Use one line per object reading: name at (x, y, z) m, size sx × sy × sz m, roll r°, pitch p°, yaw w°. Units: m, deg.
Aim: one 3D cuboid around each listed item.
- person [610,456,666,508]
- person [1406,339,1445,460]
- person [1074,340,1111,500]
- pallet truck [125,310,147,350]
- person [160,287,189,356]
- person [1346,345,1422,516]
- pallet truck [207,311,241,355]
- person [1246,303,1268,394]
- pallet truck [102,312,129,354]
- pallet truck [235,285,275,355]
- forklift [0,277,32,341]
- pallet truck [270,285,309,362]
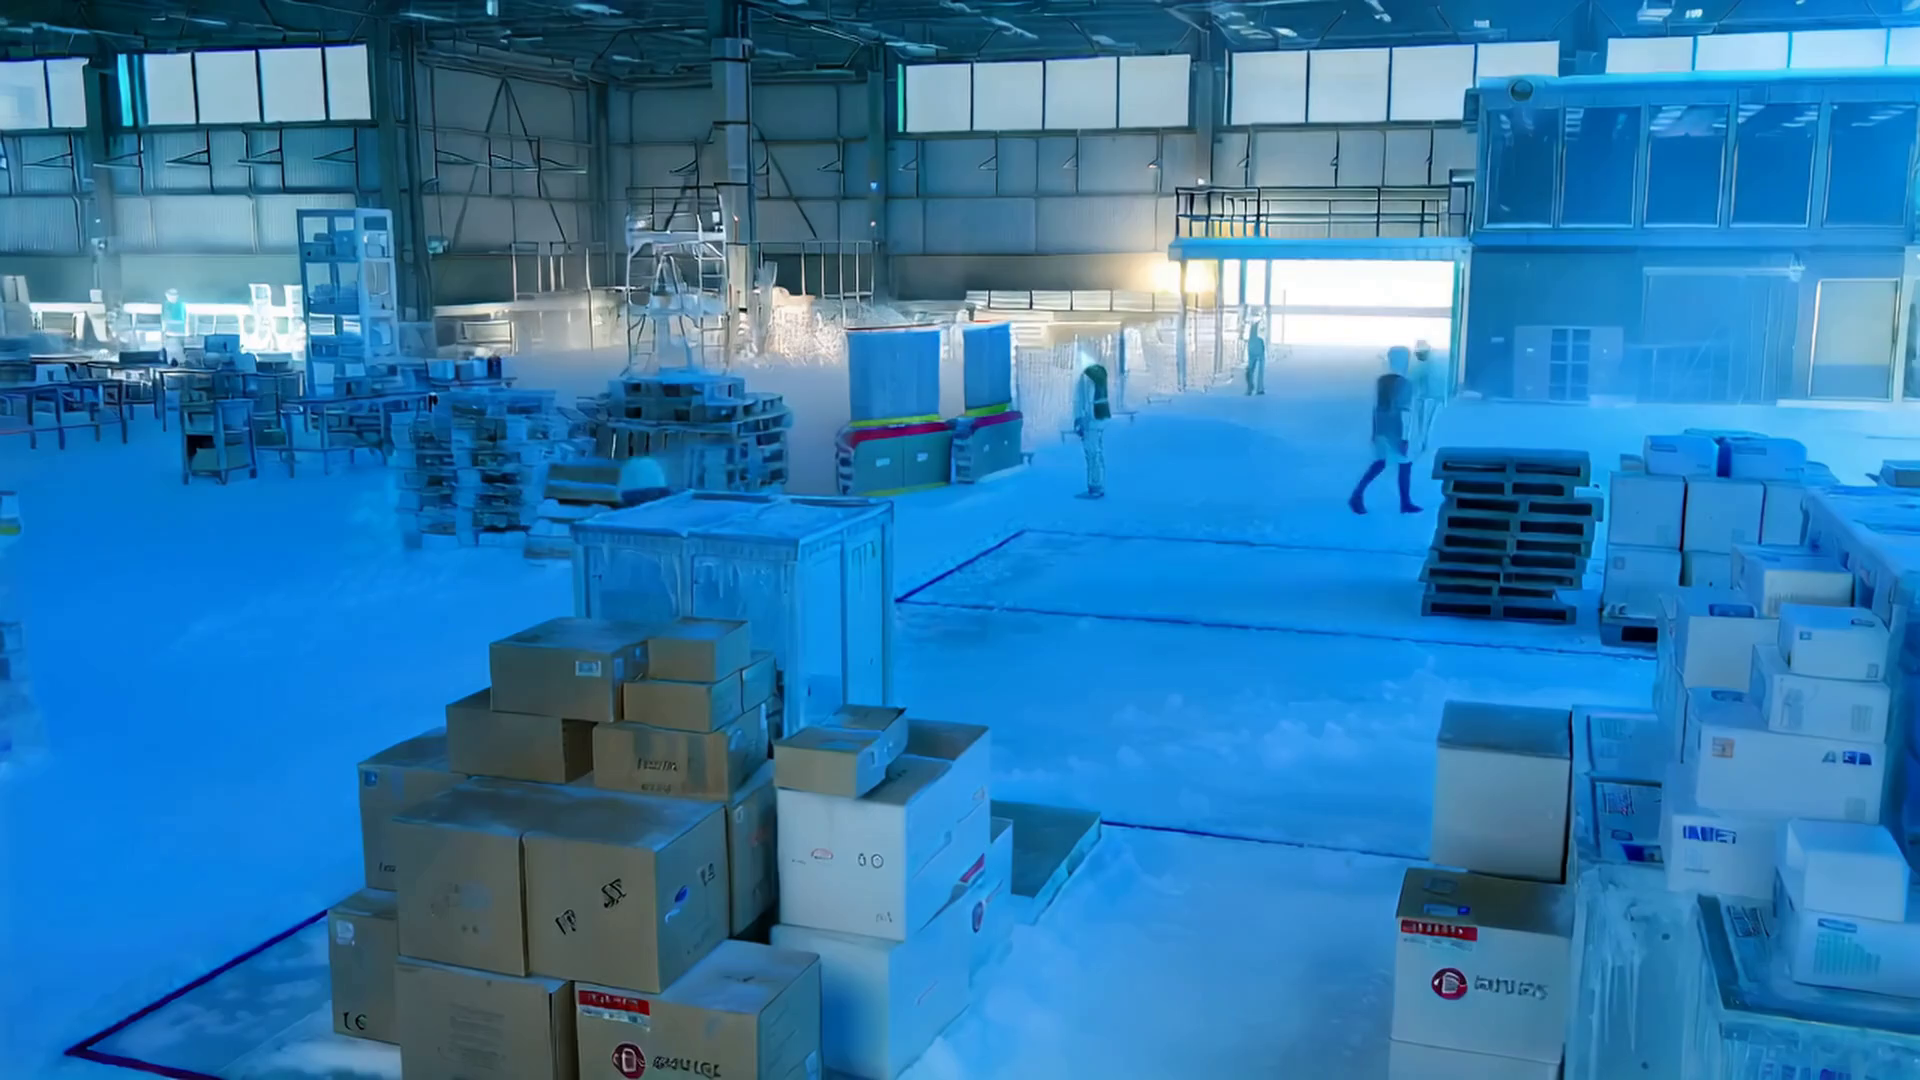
person at (-1.704, 0.475, 9.207) m, size 0.996 × 1.890 × 0.546 m, roll -7°, pitch 12°, yaw -33°
person at (6.661, -2.025, 23.782) m, size 0.547 × 1.718 × 0.921 m, roll 6°, pitch 12°, yaw 31°
person at (1.589, -1.433, 19.869) m, size 0.391 × 1.914 × 0.587 m, roll 4°, pitch 11°, yaw 24°
pallet truck at (-22.038, -5.665, 45.457) m, size 0.704 × 1.261 × 1.522 m, roll 3°, pitch 11°, yaw 17°
person at (-18.438, -4.911, 39.089) m, size 0.607 × 2.044 × 0.372 m, roll -8°, pitch 13°, yaw -39°
person at (4.779, -1.215, 18.592) m, size 0.909 × 1.938 × 0.609 m, roll -5°, pitch 11°, yaw -26°
pallet truck at (-19.537, -5.575, 44.913) m, size 0.653 × 1.274 × 1.630 m, roll 3°, pitch 11°, yaw 19°
person at (6.052, -3.888, 33.886) m, size 0.508 × 1.847 × 0.345 m, roll 8°, pitch 13°, yaw 38°
pallet truck at (-23.057, -5.777, 46.261) m, size 0.680 × 1.201 × 1.601 m, roll 3°, pitch 11°, yaw 19°
pallet truck at (-18.327, -5.835, 44.421) m, size 0.823 × 1.965 × 1.885 m, roll 4°, pitch 11°, yaw 23°
forklift at (-27.151, -6.329, 46.328) m, size 1.157 × 1.987 × 2.680 m, roll 3°, pitch 11°, yaw 17°
pallet truck at (-17.147, -5.700, 43.663) m, size 0.823 × 1.965 × 1.885 m, roll 3°, pitch 11°, yaw 17°
